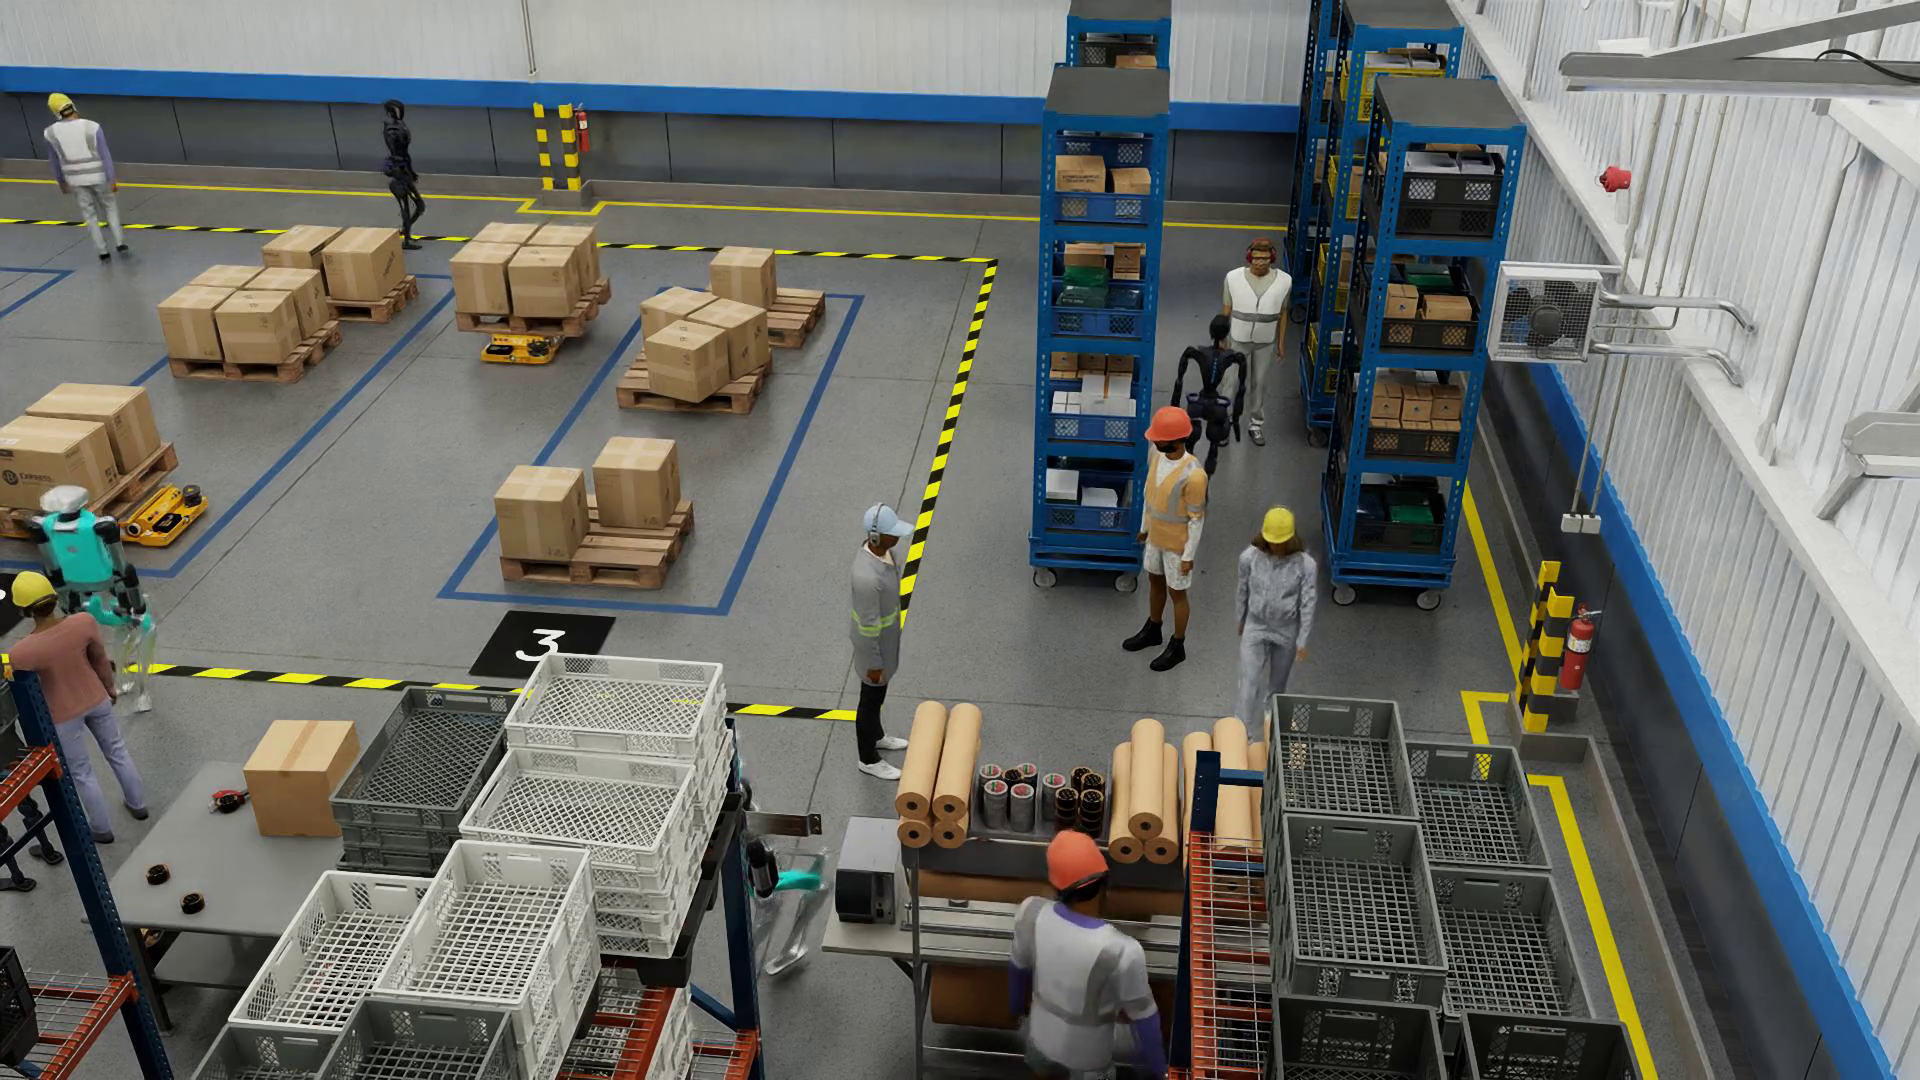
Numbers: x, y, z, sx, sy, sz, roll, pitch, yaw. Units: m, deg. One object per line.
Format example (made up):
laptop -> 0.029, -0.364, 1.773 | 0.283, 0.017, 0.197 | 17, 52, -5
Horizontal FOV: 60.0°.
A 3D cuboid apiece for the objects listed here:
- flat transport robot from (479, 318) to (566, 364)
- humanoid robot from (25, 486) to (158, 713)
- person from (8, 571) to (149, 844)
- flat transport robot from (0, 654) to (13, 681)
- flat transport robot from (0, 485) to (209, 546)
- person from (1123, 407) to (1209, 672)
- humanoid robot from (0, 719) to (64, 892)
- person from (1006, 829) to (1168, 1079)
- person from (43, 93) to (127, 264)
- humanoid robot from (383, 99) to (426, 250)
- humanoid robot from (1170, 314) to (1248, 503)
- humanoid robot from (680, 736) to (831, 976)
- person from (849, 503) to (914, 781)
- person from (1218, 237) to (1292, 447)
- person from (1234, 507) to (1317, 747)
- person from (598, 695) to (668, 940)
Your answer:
flat transport robot -> -4.135, -2.105, 16.262 | 0.652, 0.197, 1.431 | 3, 30, 6
humanoid robot -> -5.438, 0.331, 10.650 | 0.589, 1.755, 0.795 | -1, 30, -2
person -> -5.095, 0.954, 9.546 | 0.328, 1.765, 0.532 | 17, 34, 26
flat transport robot -> -7.142, 0.969, 11.010 | 1.431, 0.231, 0.659 | 3, 30, 6
flat transport robot -> -6.751, -0.237, 13.052 | 1.431, 0.197, 0.652 | 3, 30, 6
person -> 1.370, -0.017, 11.052 | 0.372, 1.931, 0.542 | -16, 34, -26
humanoid robot -> -5.406, 1.212, 9.176 | 0.315, 1.657, 0.599 | 9, 31, 16
person -> 0.530, 2.177, 7.208 | 0.811, 2.021, 0.481 | 23, 37, 34
person -> -9.366, -3.870, 17.805 | 0.609, 1.789, 0.570 | -12, 32, -20
humanoid robot -> -6.067, -3.973, 18.097 | 0.343, 1.642, 0.608 | -2, 30, -3
humanoid robot -> 1.893, -0.954, 12.915 | 0.618, 1.642, 0.389 | 3, 30, 4
humanoid robot -> -0.969, 1.594, 8.503 | 0.799, 1.792, 0.531 | -22, 37, -33
person -> -0.464, 0.595, 10.078 | 0.400, 1.851, 0.591 | 4, 30, 6
person -> 2.459, -1.669, 13.975 | 0.563, 1.843, 0.397 | 1, 30, 2
person -> 1.917, 0.567, 10.260 | 0.491, 1.706, 0.778 | 8, 31, 13
person -> -1.682, 1.576, 8.421 | 0.555, 1.831, 0.812 | -17, 34, -27
